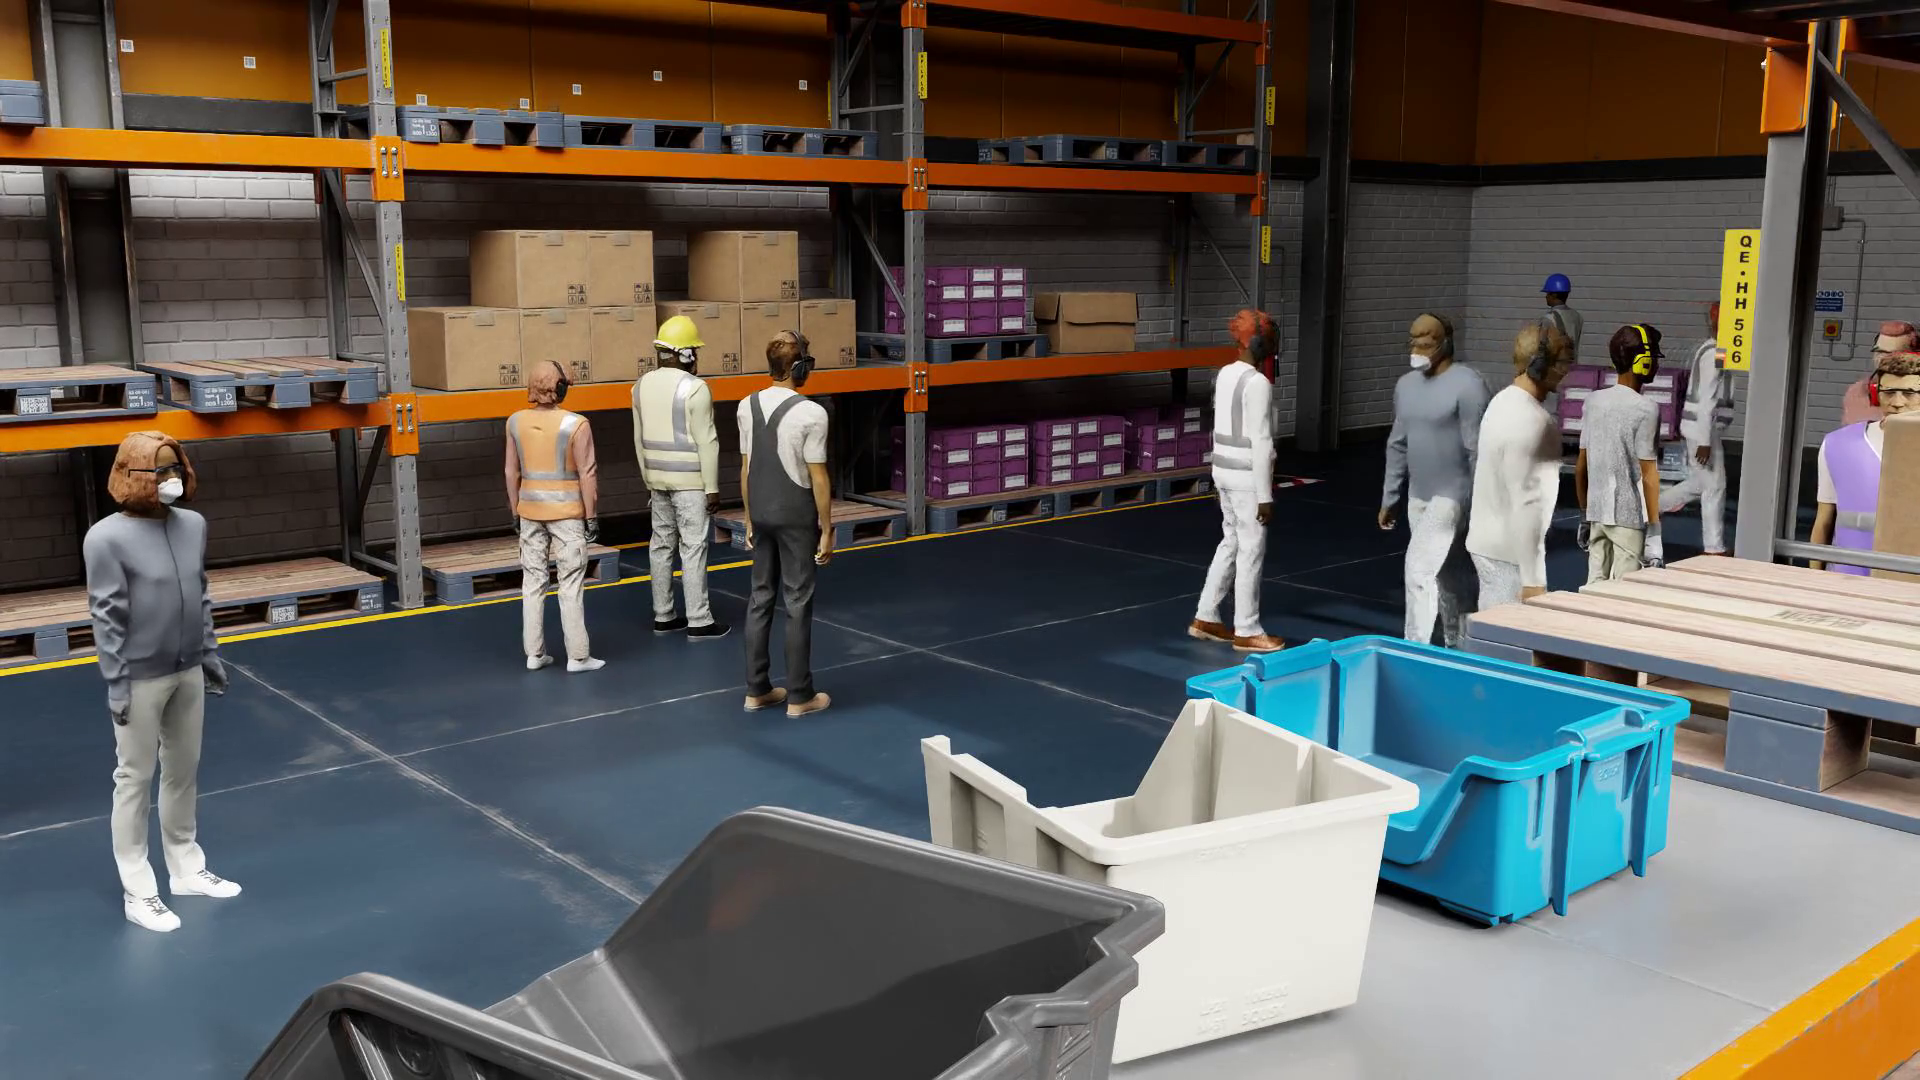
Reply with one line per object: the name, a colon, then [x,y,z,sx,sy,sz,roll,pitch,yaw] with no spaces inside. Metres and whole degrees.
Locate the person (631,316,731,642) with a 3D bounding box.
person: [-1.567,-0.342,9.386,0.591,1.833,0.403,7,12,35]

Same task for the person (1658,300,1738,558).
person: [5.131,-0.755,11.650,0.770,1.864,0.595,4,11,24]

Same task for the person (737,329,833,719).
person: [-0.820,-0.068,7.857,0.511,1.840,0.339,6,12,31]

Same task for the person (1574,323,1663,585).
person: [3.082,-0.068,7.747,0.316,1.870,0.531,-3,11,-18]

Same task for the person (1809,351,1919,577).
person: [3.559,0.194,6.380,0.561,1.836,0.379,6,12,32]

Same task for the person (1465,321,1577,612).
person: [2.275,0.092,6.717,0.494,1.926,0.645,2,10,12]

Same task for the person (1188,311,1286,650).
person: [1.537,-0.312,9.154,0.492,1.881,0.635,-2,10,-12]

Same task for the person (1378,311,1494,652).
person: [2.293,-0.169,8.222,0.801,1.899,0.673,-4,11,-20]

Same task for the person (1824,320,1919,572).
person: [4.358,-0.098,7.912,0.856,1.869,0.656,-6,12,-30]

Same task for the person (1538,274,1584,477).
person: [5.646,-1.541,15.779,0.605,1.949,0.401,-8,13,-40]

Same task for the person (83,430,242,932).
person: [-2.638,0.450,5.508,0.281,1.634,0.498,3,11,17]

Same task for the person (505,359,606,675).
person: [-2.114,-0.114,8.653,0.523,1.638,0.311,3,11,18]
